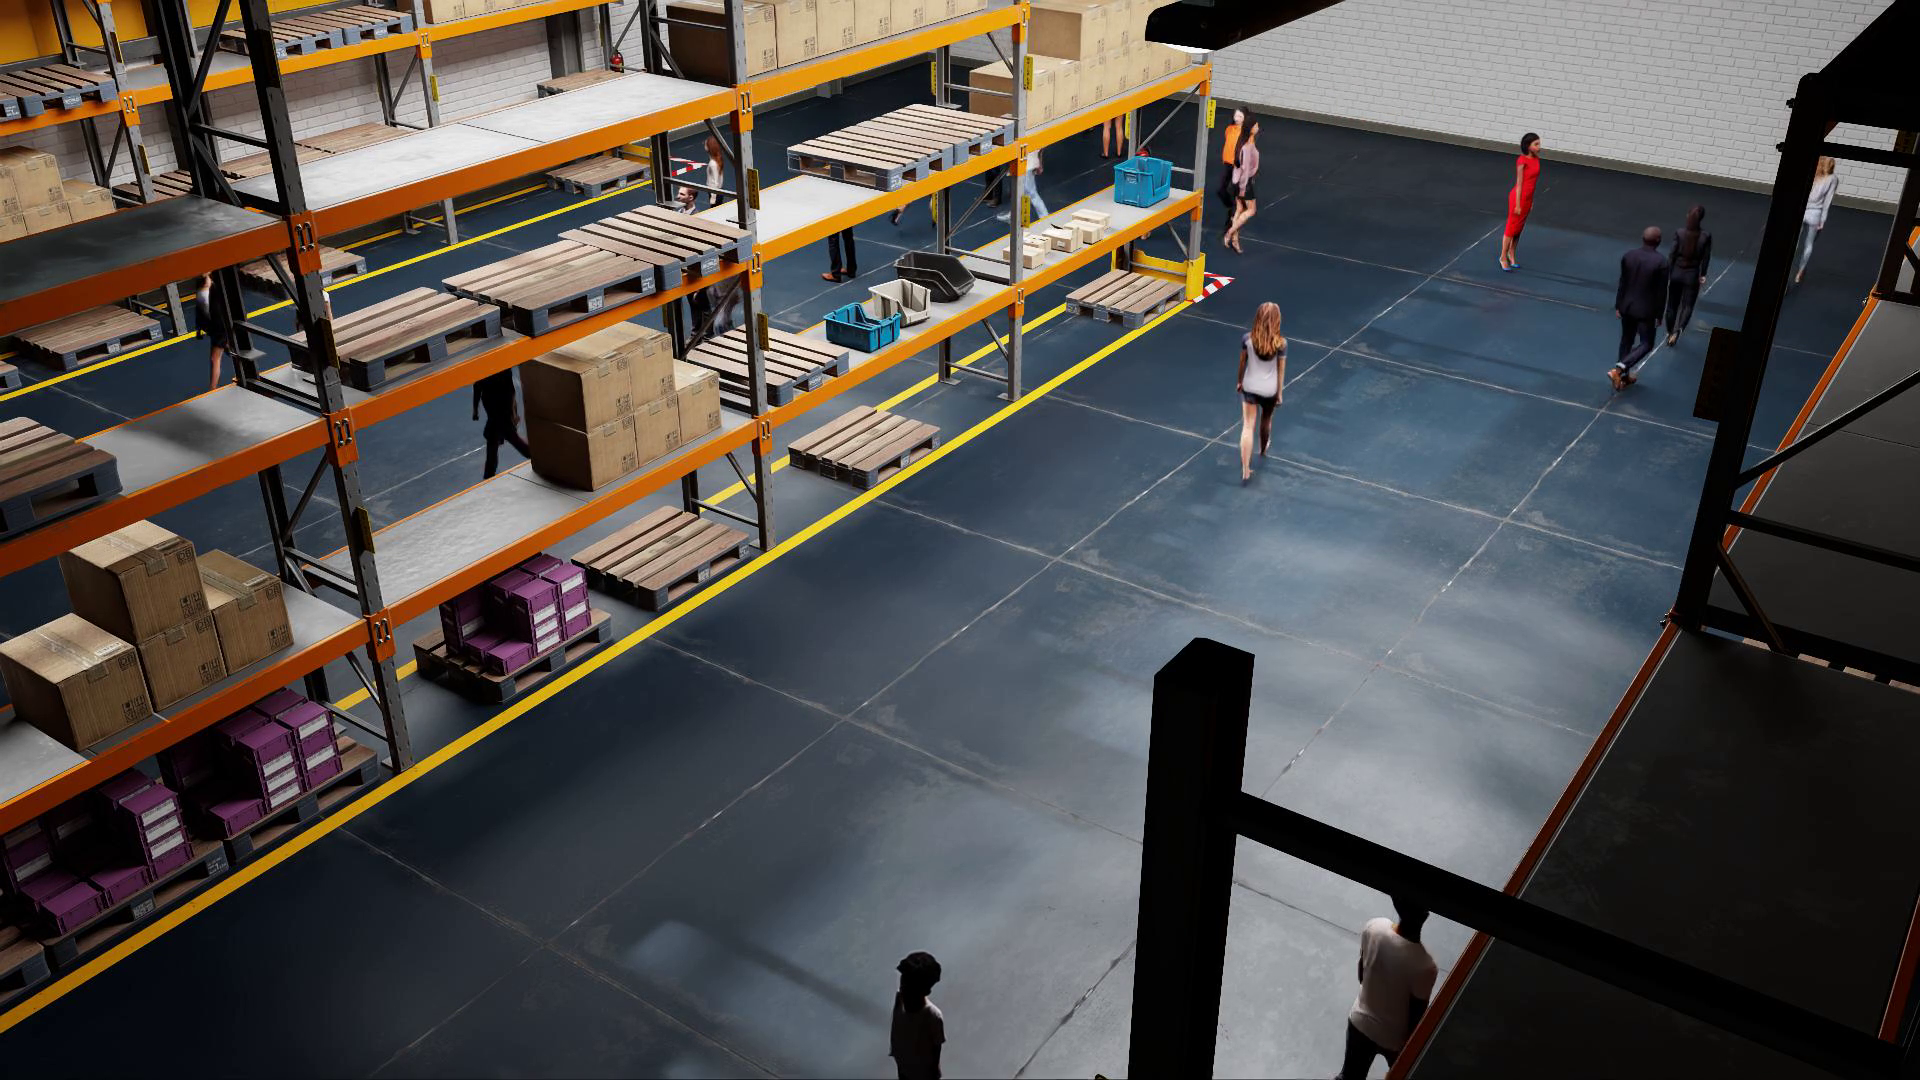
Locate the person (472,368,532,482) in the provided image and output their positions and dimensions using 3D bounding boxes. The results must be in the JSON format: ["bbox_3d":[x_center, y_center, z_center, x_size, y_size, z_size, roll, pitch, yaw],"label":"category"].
[{"bbox_3d":[-4.217,-1.188,15.449,0.623,1.649,1.074,20,34,32],"label":"person"}]

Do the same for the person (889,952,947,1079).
[{"bbox_3d":[-0.221,2.678,8.766,0.502,1.262,0.517,22,36,35],"label":"person"}]

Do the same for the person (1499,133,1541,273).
[{"bbox_3d":[7.083,-4.277,21.014,0.505,1.743,0.669,-24,37,-37],"label":"person"}]

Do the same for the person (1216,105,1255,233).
[{"bbox_3d":[3.756,-4.992,22.334,0.727,1.734,0.698,-21,35,-33],"label":"person"}]

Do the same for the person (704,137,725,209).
[{"bbox_3d":[-3.184,-4.545,21.775,0.680,1.485,0.595,-1,29,-1],"label":"person"}]

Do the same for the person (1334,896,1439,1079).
[{"bbox_3d":[2.127,2.540,8.587,1.187,1.675,0.878,-17,33,-29],"label":"person"}]

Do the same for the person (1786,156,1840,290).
[{"bbox_3d":[10.308,-3.896,20.295,0.646,1.762,1.088,16,33,27],"label":"person"}]

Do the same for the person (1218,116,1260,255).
[{"bbox_3d":[3.564,-4.567,21.486,0.864,1.800,0.807,-1,29,-2],"label":"person"}]

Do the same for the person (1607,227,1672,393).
[{"bbox_3d":[7.095,-2.388,17.482,1.014,1.809,0.874,-19,34,-31],"label":"person"}]

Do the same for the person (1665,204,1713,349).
[{"bbox_3d":[8.066,-2.878,18.496,0.676,1.699,0.944,13,31,22],"label":"person"}]

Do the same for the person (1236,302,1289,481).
[{"bbox_3d":[2.821,-1.371,15.755,0.832,1.676,1.164,9,30,16],"label":"person"}]

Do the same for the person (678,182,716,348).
[{"bbox_3d":[-2.968,-3.056,18.571,0.659,1.938,0.712,-22,36,-35],"label":"person"}]

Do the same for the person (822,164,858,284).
[{"bbox_3d":[-1.496,-4.106,20.643,0.605,1.797,0.801,-23,36,-35],"label":"person"}]
